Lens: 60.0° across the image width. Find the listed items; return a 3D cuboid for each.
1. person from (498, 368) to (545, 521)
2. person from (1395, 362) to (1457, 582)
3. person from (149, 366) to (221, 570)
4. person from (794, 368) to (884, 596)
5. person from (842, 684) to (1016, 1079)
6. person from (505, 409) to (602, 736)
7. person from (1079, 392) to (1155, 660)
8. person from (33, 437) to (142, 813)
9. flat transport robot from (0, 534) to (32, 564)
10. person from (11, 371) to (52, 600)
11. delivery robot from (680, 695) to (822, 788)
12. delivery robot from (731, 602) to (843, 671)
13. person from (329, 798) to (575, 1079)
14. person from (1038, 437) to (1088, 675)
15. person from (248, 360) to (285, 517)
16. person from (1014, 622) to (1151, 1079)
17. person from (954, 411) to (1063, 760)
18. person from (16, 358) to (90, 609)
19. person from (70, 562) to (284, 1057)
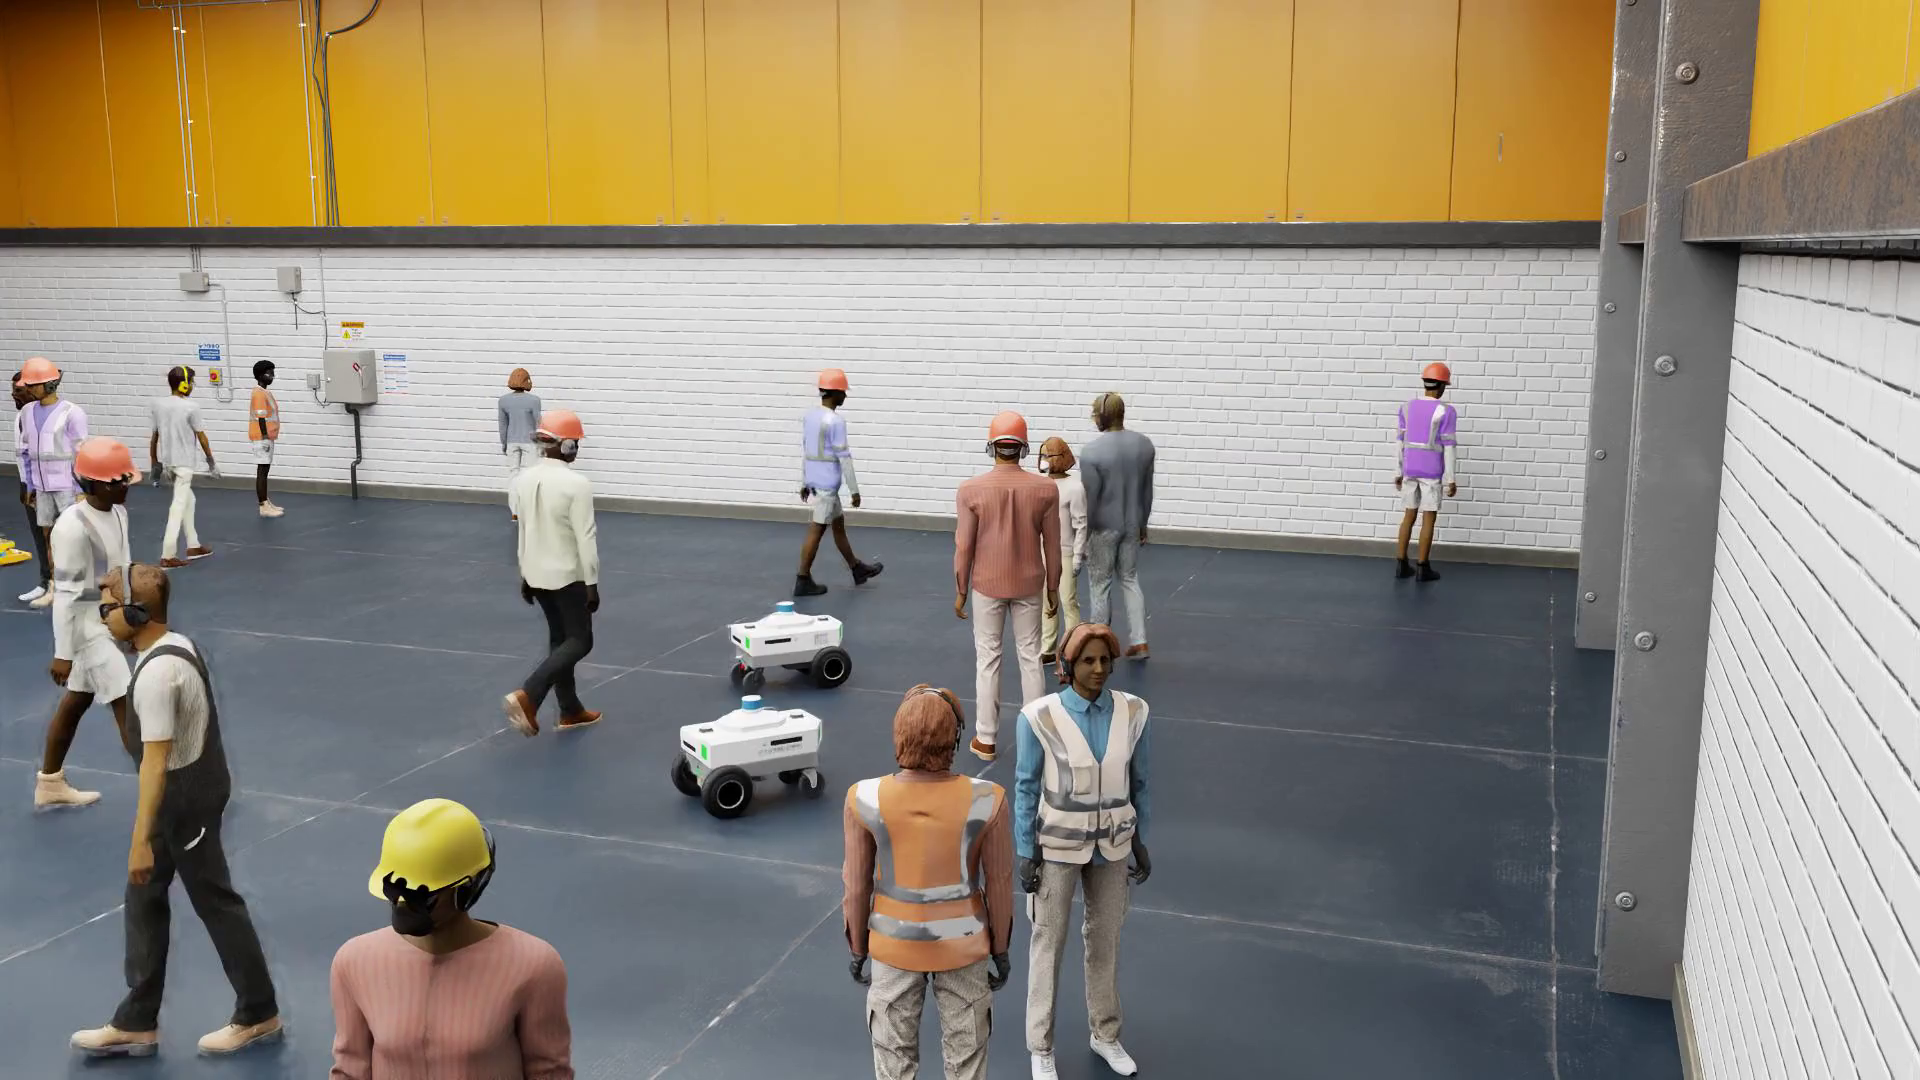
[{"bbox_3d":[-4.631,-1.004,17.617,0.498,1.634,0.282,2,10,12],"label":"person"},{"bbox_3d":[4.099,-0.599,14.566,0.443,1.913,0.561,-8,13,-39],"label":"person"},{"bbox_3d":[-7.078,-0.676,15.229,0.520,1.822,0.878,3,11,19],"label":"person"},{"bbox_3d":[-1.005,-0.488,13.966,0.954,1.890,0.575,-6,12,-30],"label":"person"},{"bbox_3d":[-0.092,1.239,4.969,0.515,1.641,0.309,0,10,0],"label":"person"},{"bbox_3d":[-2.423,0.216,9.819,0.651,1.970,0.687,7,12,35],"label":"person"},{"bbox_3d":[1.059,-0.075,11.665,0.665,1.921,0.604,-6,12,-30],"label":"person"},{"bbox_3d":[-4.308,0.455,8.454,1.043,1.966,0.705,-1,10,-7],"label":"person"},{"bbox_3d":[-9.236,0.153,14.937,0.652,0.197,1.431,7,13,36],"label":"flat transport robot"},{"bbox_3d":[-7.508,-0.435,13.612,0.597,1.917,0.378,7,12,36],"label":"person"},{"bbox_3d":[-1.092,1.062,8.756,0.707,0.478,0.477,-6,12,-30],"label":"delivery robot"},{"bbox_3d":[-1.152,0.654,11.057,0.707,0.478,0.477,-5,11,-26],"label":"delivery robot"},{"bbox_3d":[-1.111,1.408,3.670,0.526,1.765,0.329,0,10,-1],"label":"person"},{"bbox_3d":[0.659,0.104,11.378,0.269,1.632,0.504,-8,13,-39],"label":"person"},{"bbox_3d":[-7.511,-1.097,17.977,0.322,1.693,0.535,-3,11,-18],"label":"person"},{"bbox_3d":[0.428,1.087,5.815,0.514,1.645,0.308,-4,11,-20],"label":"person"},{"bbox_3d":[0.270,0.262,9.476,0.623,1.992,0.392,-2,10,-9],"label":"person"},{"bbox_3d":[-7.243,-0.439,13.304,0.609,2.036,0.403,3,11,17],"label":"person"},{"bbox_3d":[-2.871,0.985,5.916,0.826,1.803,0.667,-4,11,-21],"label":"person"}]
